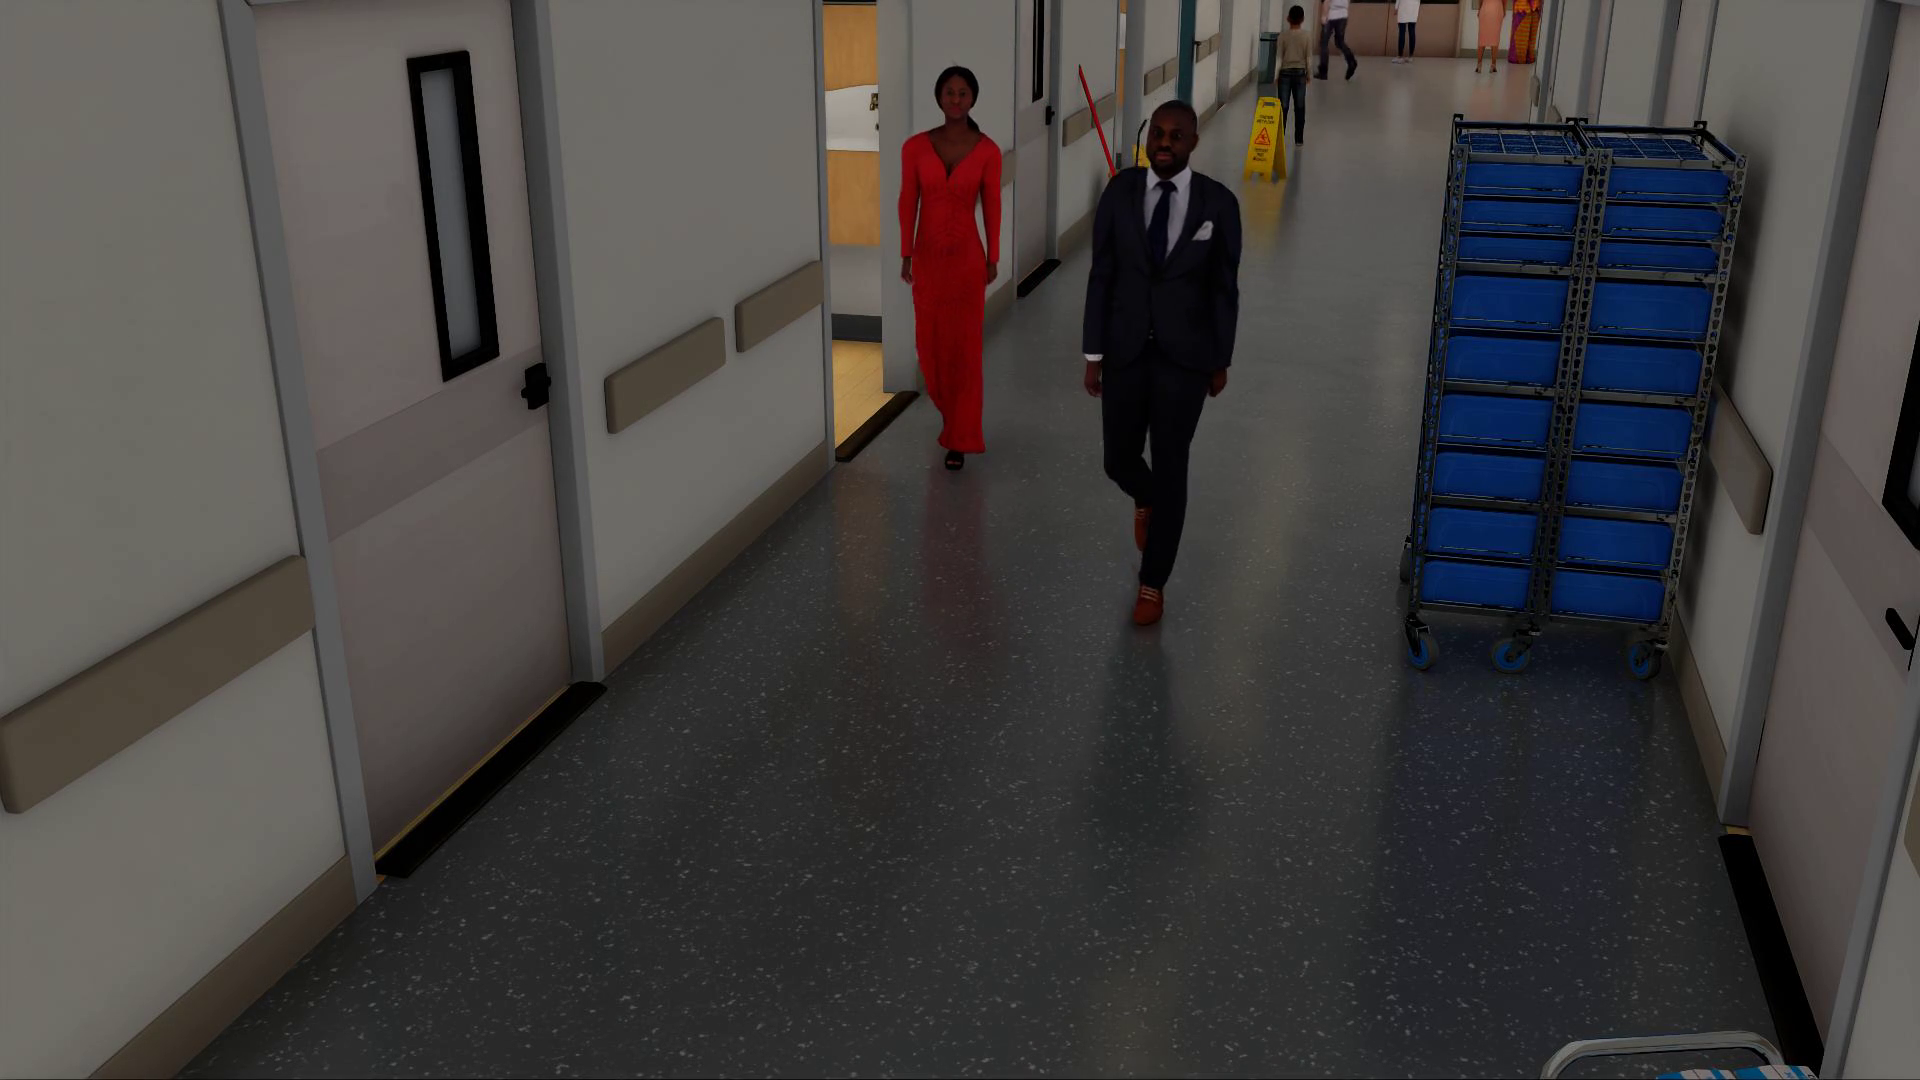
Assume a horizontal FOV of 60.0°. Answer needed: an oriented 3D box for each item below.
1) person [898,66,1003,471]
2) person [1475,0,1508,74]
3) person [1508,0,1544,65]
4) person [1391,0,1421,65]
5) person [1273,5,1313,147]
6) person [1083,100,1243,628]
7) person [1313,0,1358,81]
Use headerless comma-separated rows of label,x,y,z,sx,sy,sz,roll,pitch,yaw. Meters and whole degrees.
person,-0.041,-1.243,7.631,0.680,1.748,1.112,3,21,8
person,8.351,-8.293,26.124,0.598,1.831,0.527,7,22,19
person,9.473,-8.854,27.799,0.721,1.681,0.742,12,24,29
person,7.489,-8.886,27.771,0.687,1.776,0.688,-5,21,-13
person,3.594,-5.016,17.994,0.607,1.464,0.575,0,21,0
person,0.716,-0.661,6.017,0.741,1.802,1.055,7,22,17
person,5.618,-7.726,24.662,1.078,1.809,1.167,-10,23,-25
